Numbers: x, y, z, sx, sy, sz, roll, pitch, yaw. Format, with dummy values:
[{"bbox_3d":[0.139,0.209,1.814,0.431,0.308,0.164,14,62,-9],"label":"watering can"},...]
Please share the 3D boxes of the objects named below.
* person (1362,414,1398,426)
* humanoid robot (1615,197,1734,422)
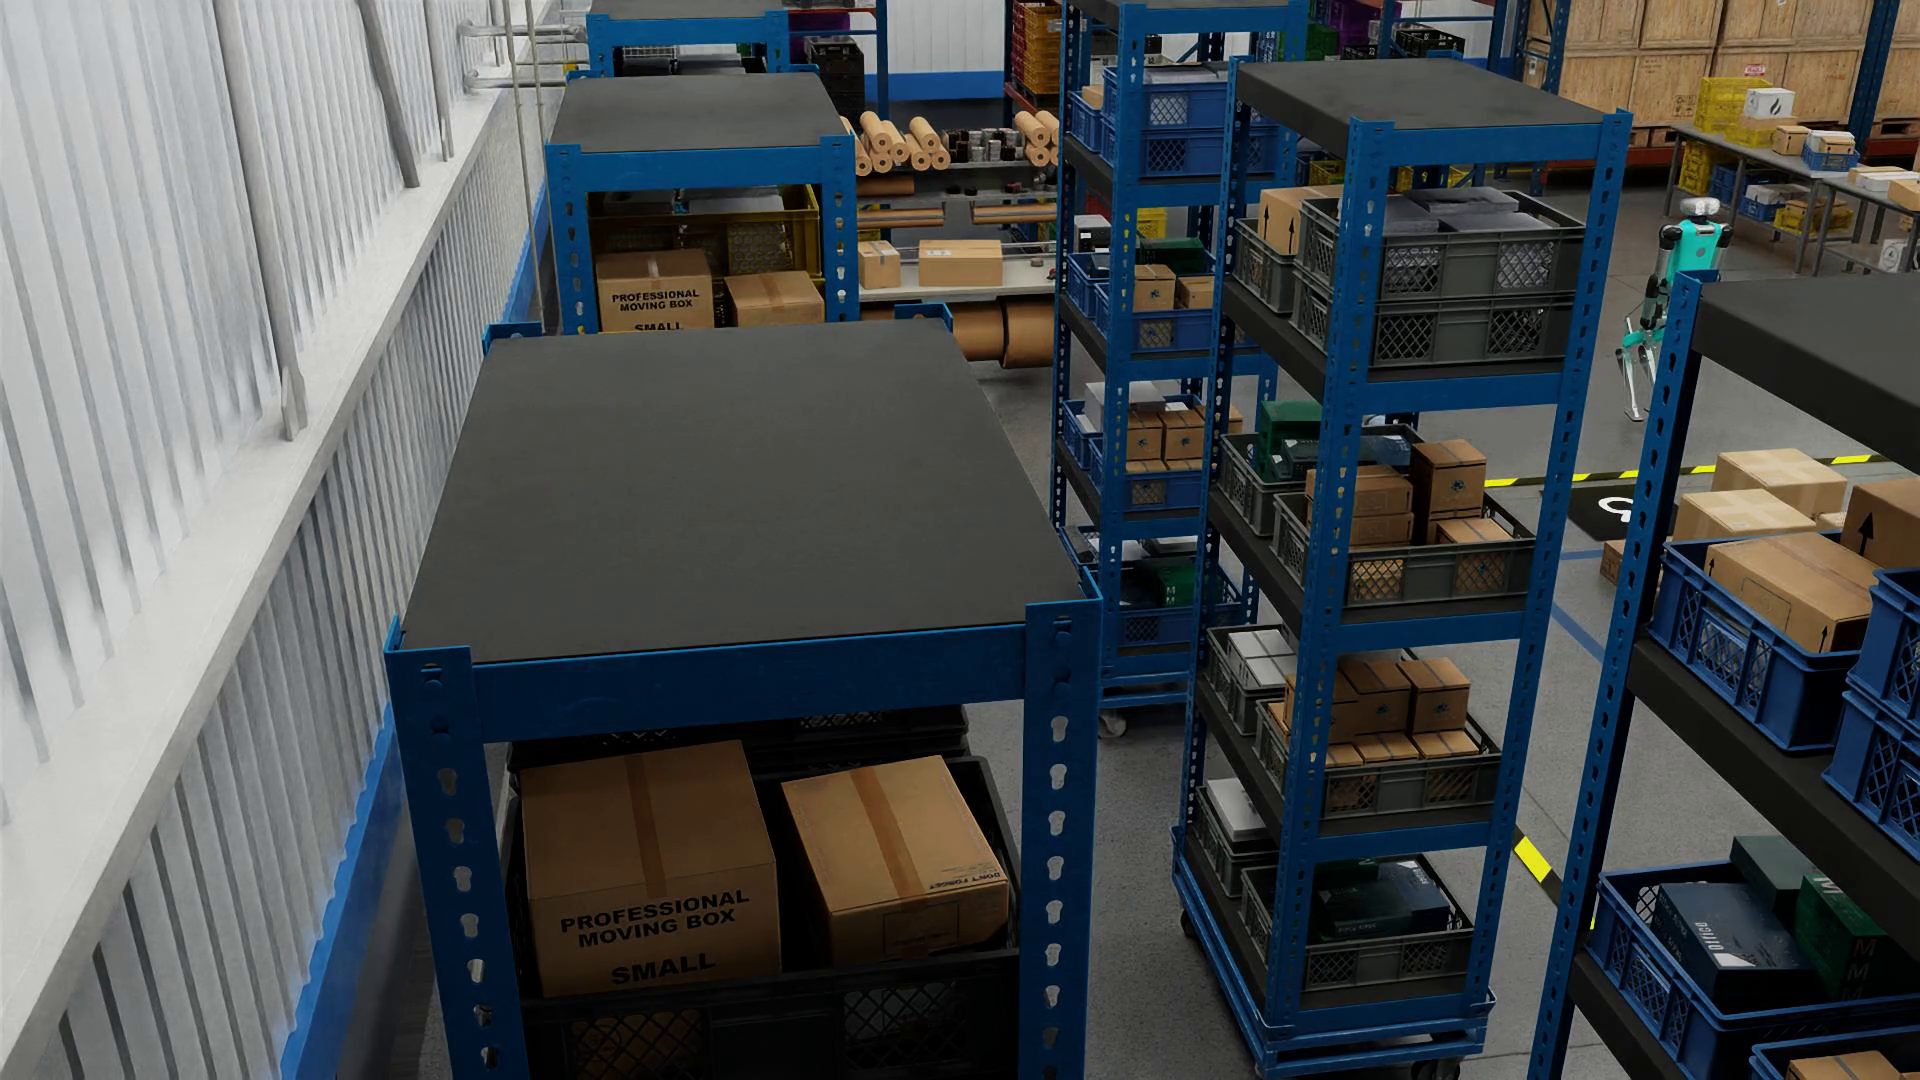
[{"bbox_3d":[1.891,0.253,7.854,0.599,1.850,0.385,-4,25,-8],"label":"person"},{"bbox_3d":[5.108,-1.714,12.107,0.533,1.677,0.735,-4,25,-9],"label":"humanoid robot"}]
